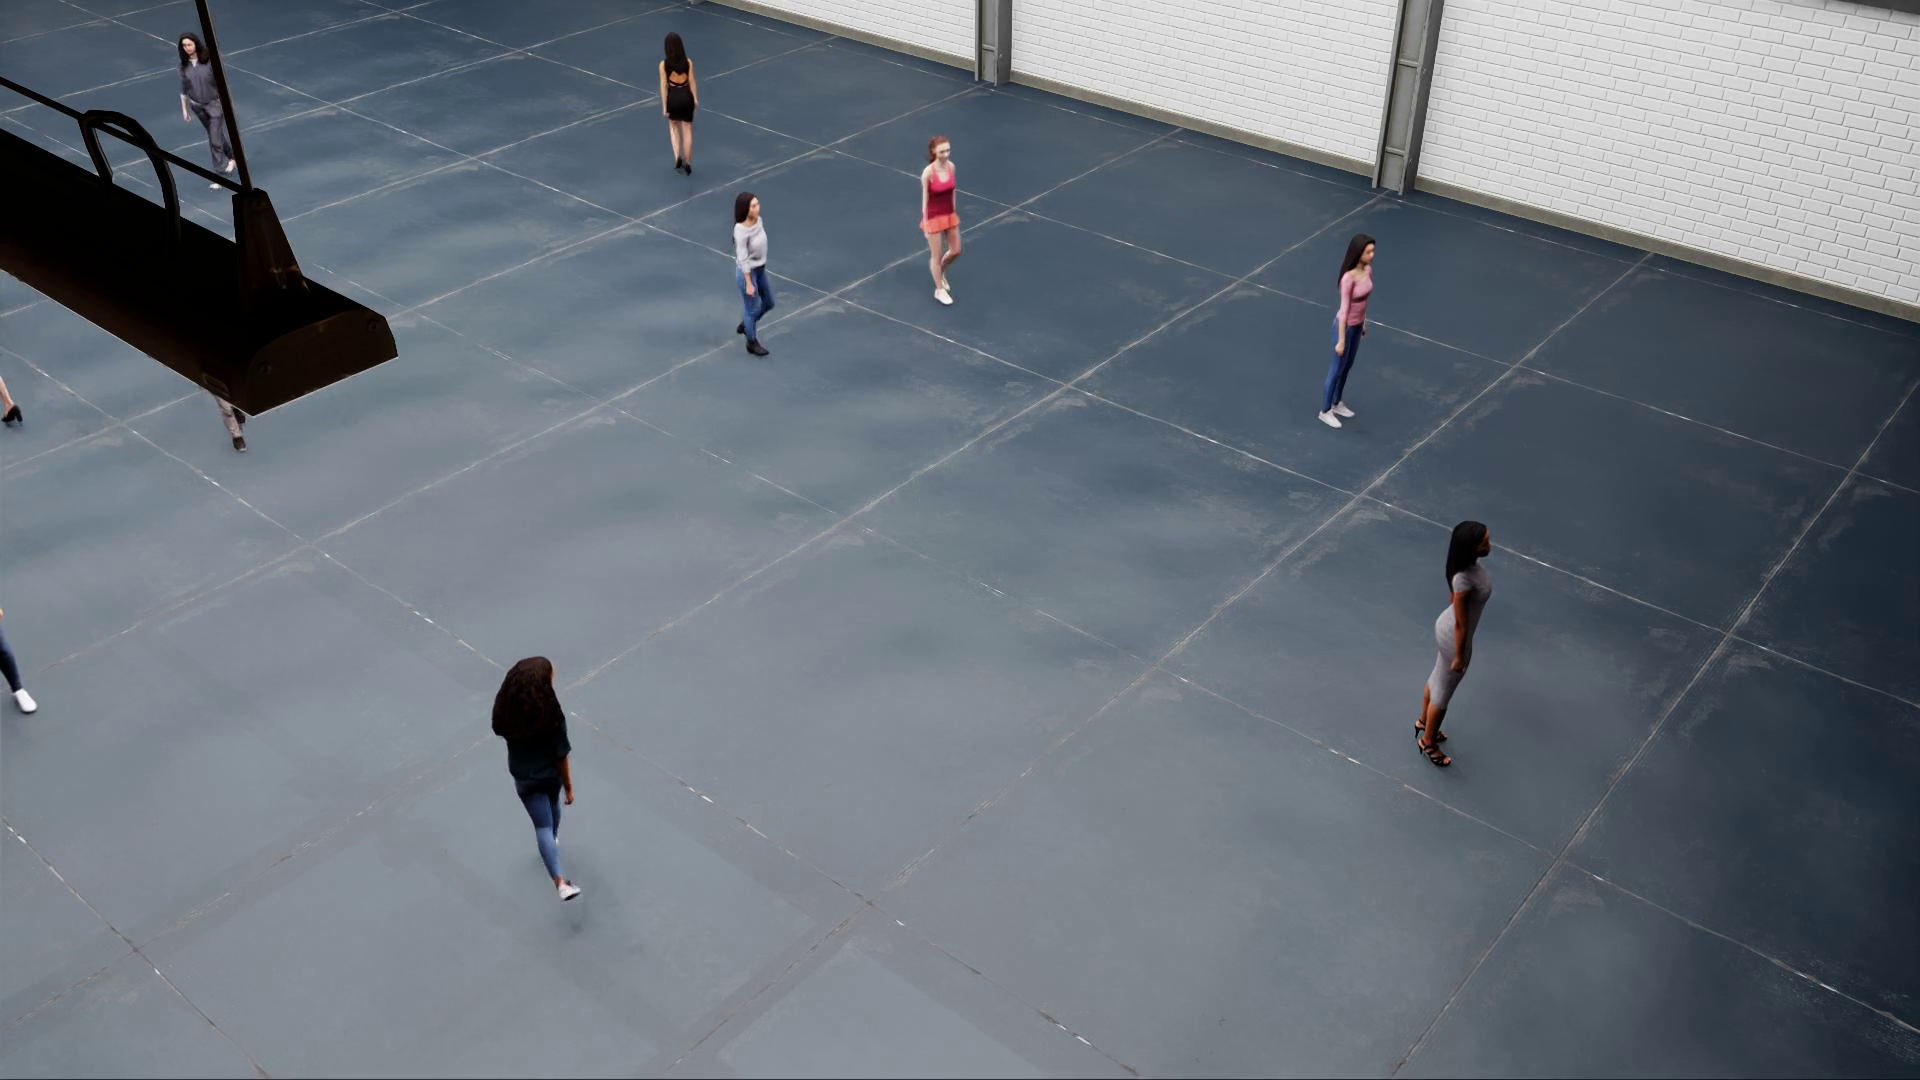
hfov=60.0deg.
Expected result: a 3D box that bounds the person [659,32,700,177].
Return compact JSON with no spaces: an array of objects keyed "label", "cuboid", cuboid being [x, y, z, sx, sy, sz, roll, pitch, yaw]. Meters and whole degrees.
[{"label":"person","cuboid":[-3.216,-4.999,19.214,0.688,1.637,0.736,-7,34,-10]}]

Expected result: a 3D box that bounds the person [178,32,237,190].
[{"label":"person","cuboid":[-8.601,-4.962,19.092,1.161,1.709,1.184,-1,34,-1]}]

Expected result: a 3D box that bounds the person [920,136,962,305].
[{"label":"person","cuboid":[-0.249,-3.183,16.391,0.674,1.736,0.762,-20,38,-27]}]

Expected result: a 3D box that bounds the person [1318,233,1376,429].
[{"label":"person","cuboid":[3.355,-1.827,14.345,0.476,1.742,0.576,26,41,33]}]

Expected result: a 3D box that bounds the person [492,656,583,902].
[{"label":"person","cuboid":[-2.416,1.412,9.628,0.973,1.571,1.029,-3,34,-4]}]

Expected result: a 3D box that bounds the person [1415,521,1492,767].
[{"label":"person","cuboid":[3.136,0.644,10.592,0.665,1.781,0.661,7,34,10]}]

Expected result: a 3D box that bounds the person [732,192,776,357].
[{"label":"person","cuboid":[-1.999,-2.458,15.407,0.715,1.617,0.686,14,36,19]}]
